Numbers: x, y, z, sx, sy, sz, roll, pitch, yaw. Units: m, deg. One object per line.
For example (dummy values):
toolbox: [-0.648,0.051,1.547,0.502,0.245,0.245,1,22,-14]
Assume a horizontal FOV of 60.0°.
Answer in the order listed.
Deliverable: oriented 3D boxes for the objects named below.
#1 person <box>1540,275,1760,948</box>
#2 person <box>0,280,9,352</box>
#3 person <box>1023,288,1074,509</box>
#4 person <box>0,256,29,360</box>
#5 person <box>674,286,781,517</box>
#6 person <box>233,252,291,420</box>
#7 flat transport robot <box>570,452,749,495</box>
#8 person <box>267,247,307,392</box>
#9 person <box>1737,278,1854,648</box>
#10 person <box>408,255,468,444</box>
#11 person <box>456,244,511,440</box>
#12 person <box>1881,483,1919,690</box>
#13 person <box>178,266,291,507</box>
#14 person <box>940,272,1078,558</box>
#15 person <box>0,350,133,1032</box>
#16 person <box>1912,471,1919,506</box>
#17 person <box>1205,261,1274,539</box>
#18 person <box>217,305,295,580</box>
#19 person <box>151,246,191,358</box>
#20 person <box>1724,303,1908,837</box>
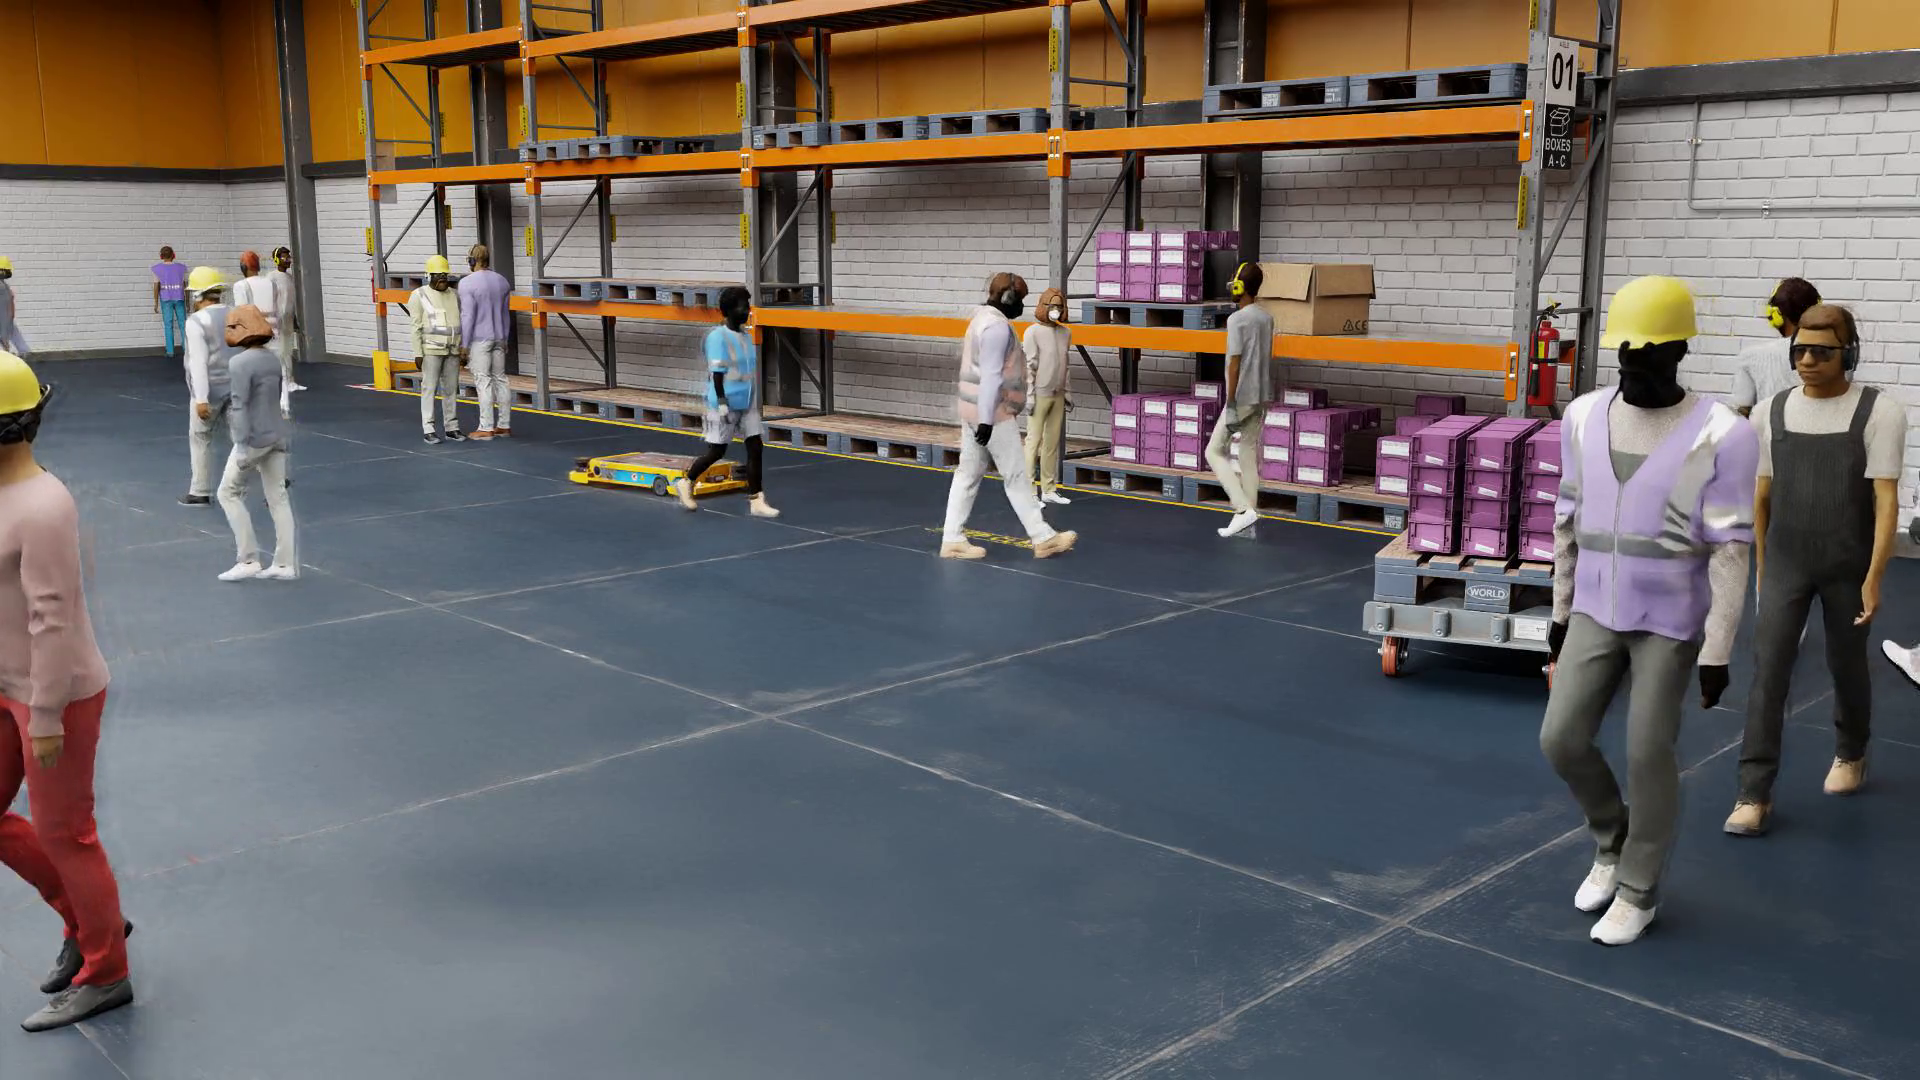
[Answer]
person: [1.915,0.215,4.710,0.419,1.910,0.601,-8,13,-37]
person: [-10.551,-2.169,17.776,1.011,1.883,0.651,8,13,37]
person: [0.663,-1.059,12.434,0.501,1.632,0.286,-10,14,-44]
person: [-12.195,-2.752,21.320,0.426,1.749,0.560,-2,11,-13]
person: [-1.697,-0.996,11.981,0.751,1.671,0.530,6,12,29]
person: [-7.776,-2.249,18.377,0.990,1.829,0.598,7,12,34]
flat transport robot: [-2.404,-0.546,13.352,1.431,0.197,0.652,7,13,35]
person: [-8.767,-2.866,21.637,0.328,1.873,0.518,1,10,8]
person: [3.937,-0.315,7.877,0.543,1.819,0.933,5,11,25]
person: [-5.072,-1.861,16.263,0.403,1.830,0.600,8,13,37]
person: [-4.722,-1.958,16.502,0.388,1.936,0.643,6,12,28]
person: [4.257,-0.158,6.922,0.655,1.845,1.011,-4,11,-20]
person: [-5.445,-1.124,12.338,0.838,1.806,0.602,3,11,16]
person: [0.292,-0.763,10.410,0.923,1.782,0.685,-2,11,-10]
person: [-2.361,0.389,4.212,0.387,1.752,0.554,-10,14,-43]
person: [4.854,-0.251,7.889,0.548,1.680,0.544,2,11,9]
person: [1.864,-0.913,11.073,0.514,1.845,0.393,-9,14,-42]
person: [-4.166,-0.558,9.726,0.526,1.615,0.539,1,10,8]
person: [-13.016,-3.922,27.484,0.563,1.838,0.390,-8,13,-37]
person: [2.990,0.078,5.787,0.511,1.803,0.961,9,14,40]
